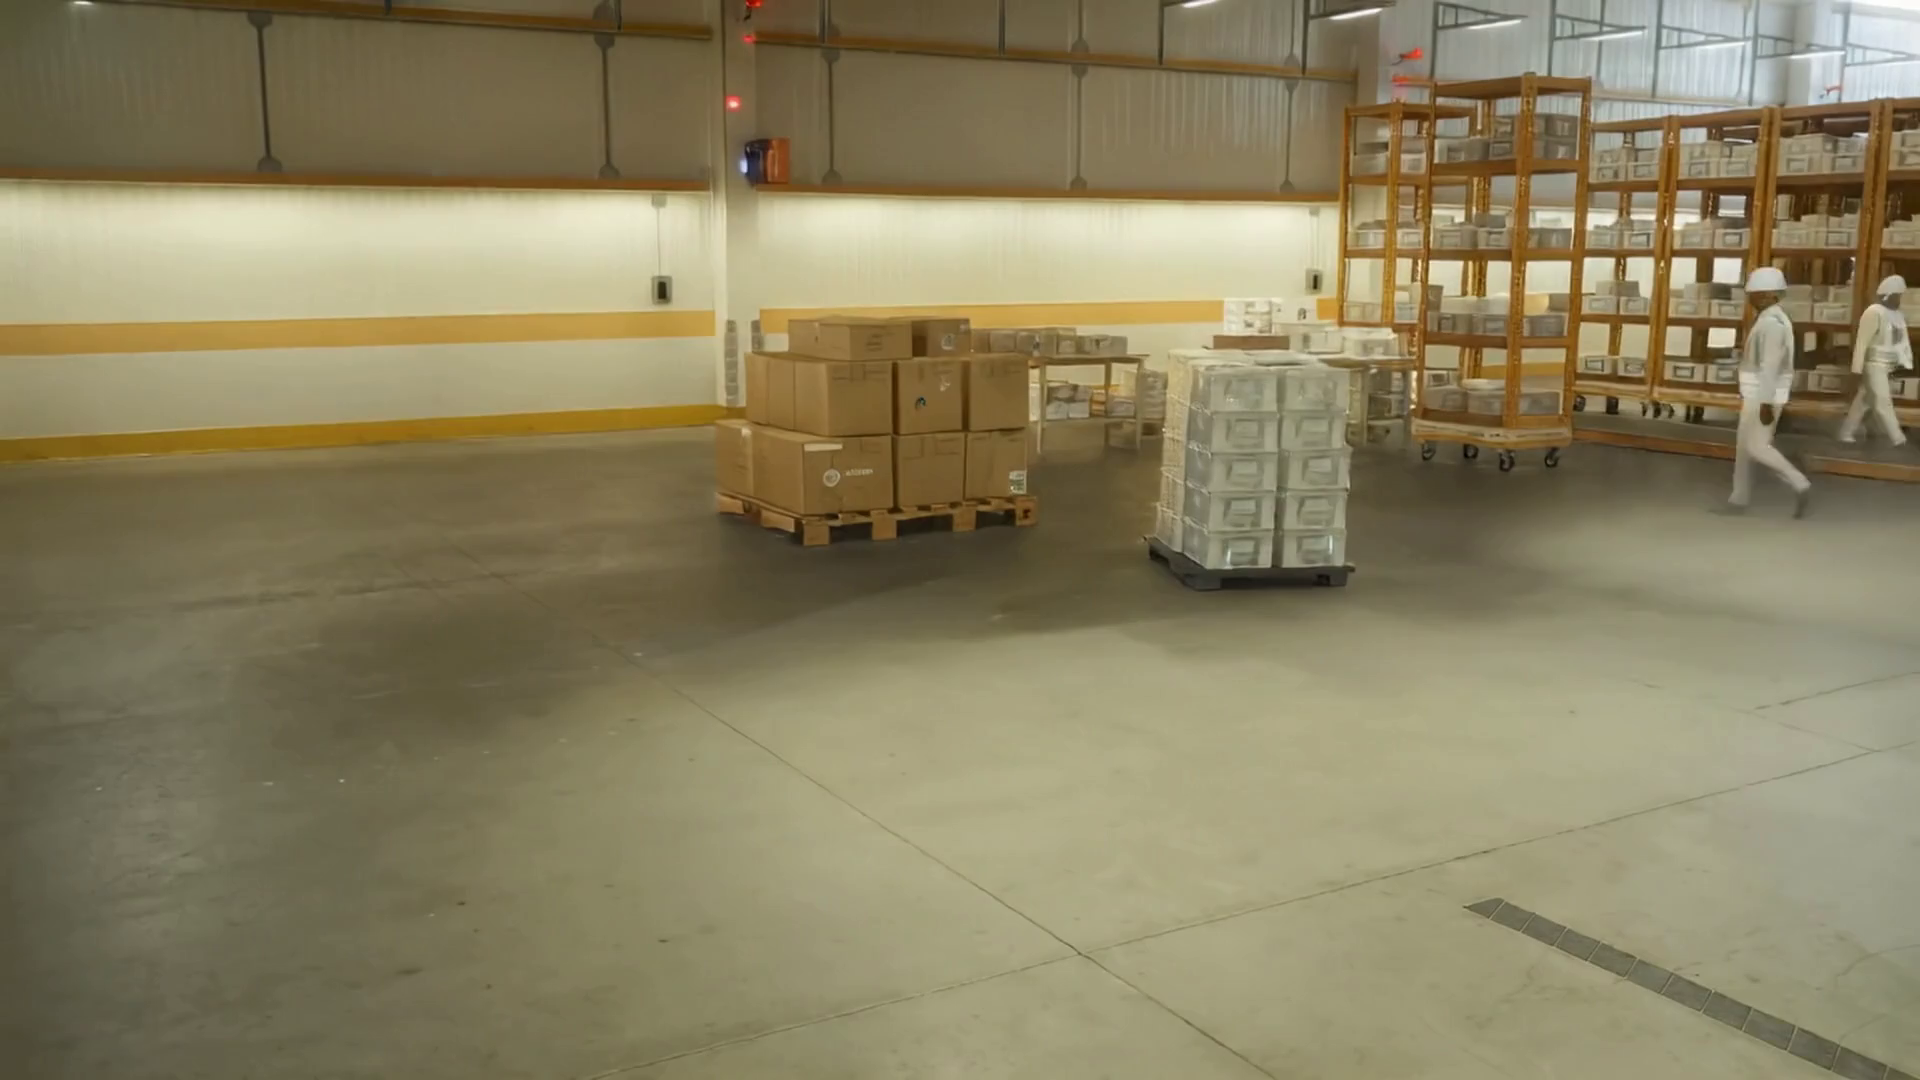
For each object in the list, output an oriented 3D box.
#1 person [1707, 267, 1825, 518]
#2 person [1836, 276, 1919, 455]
[{"bbox_3d":[6.113,-1.082,12.522,0.687,1.928,0.608,4,11,20],"label":"person"},{"bbox_3d":[9.321,-1.762,16.770,0.598,1.781,0.921,-8,13,-38],"label":"person"}]
